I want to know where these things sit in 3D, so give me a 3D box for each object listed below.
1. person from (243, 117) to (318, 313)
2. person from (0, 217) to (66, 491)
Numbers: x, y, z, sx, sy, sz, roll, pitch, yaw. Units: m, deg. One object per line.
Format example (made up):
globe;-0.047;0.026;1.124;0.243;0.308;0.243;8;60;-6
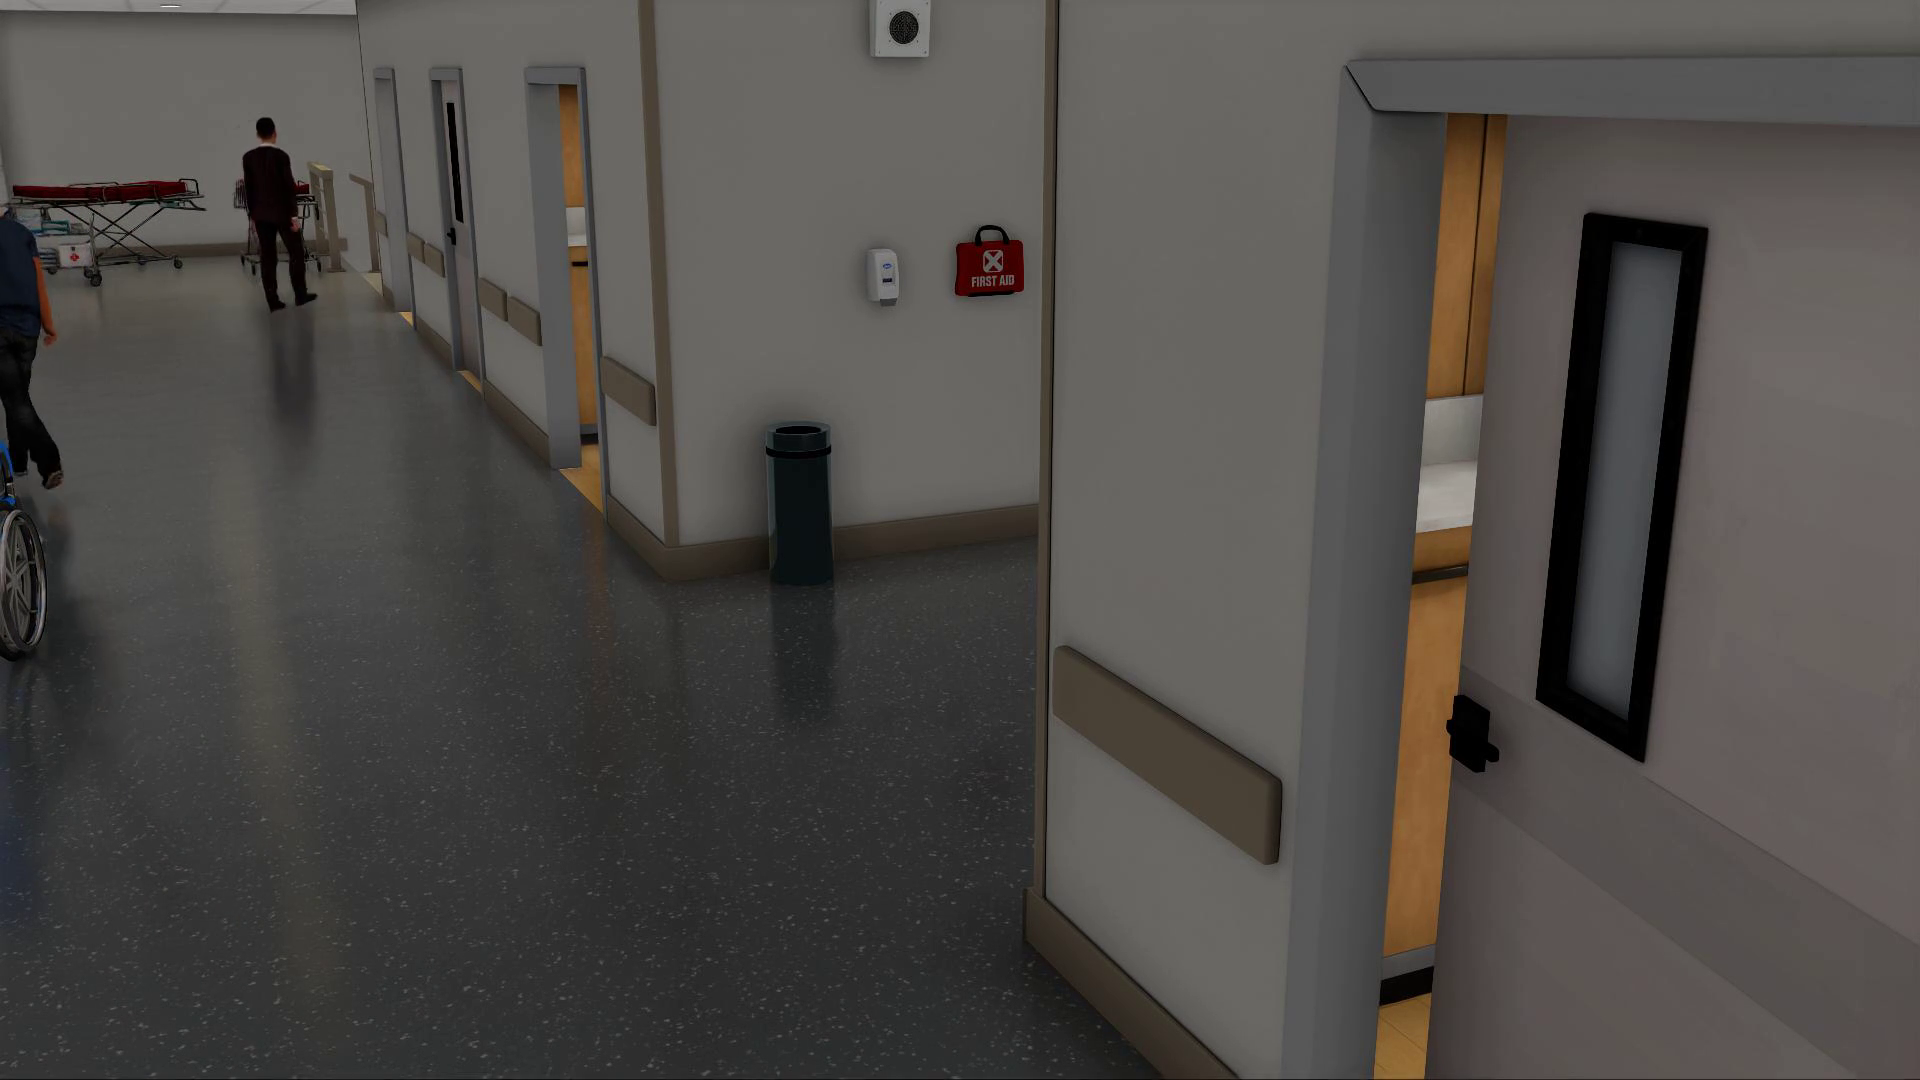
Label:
person;-6.688;-3.137;16.155;0.968;1.840;1.094;1;16;3
person;-5.208;-1.119;9.141;1.275;1.762;1.017;13;20;38
